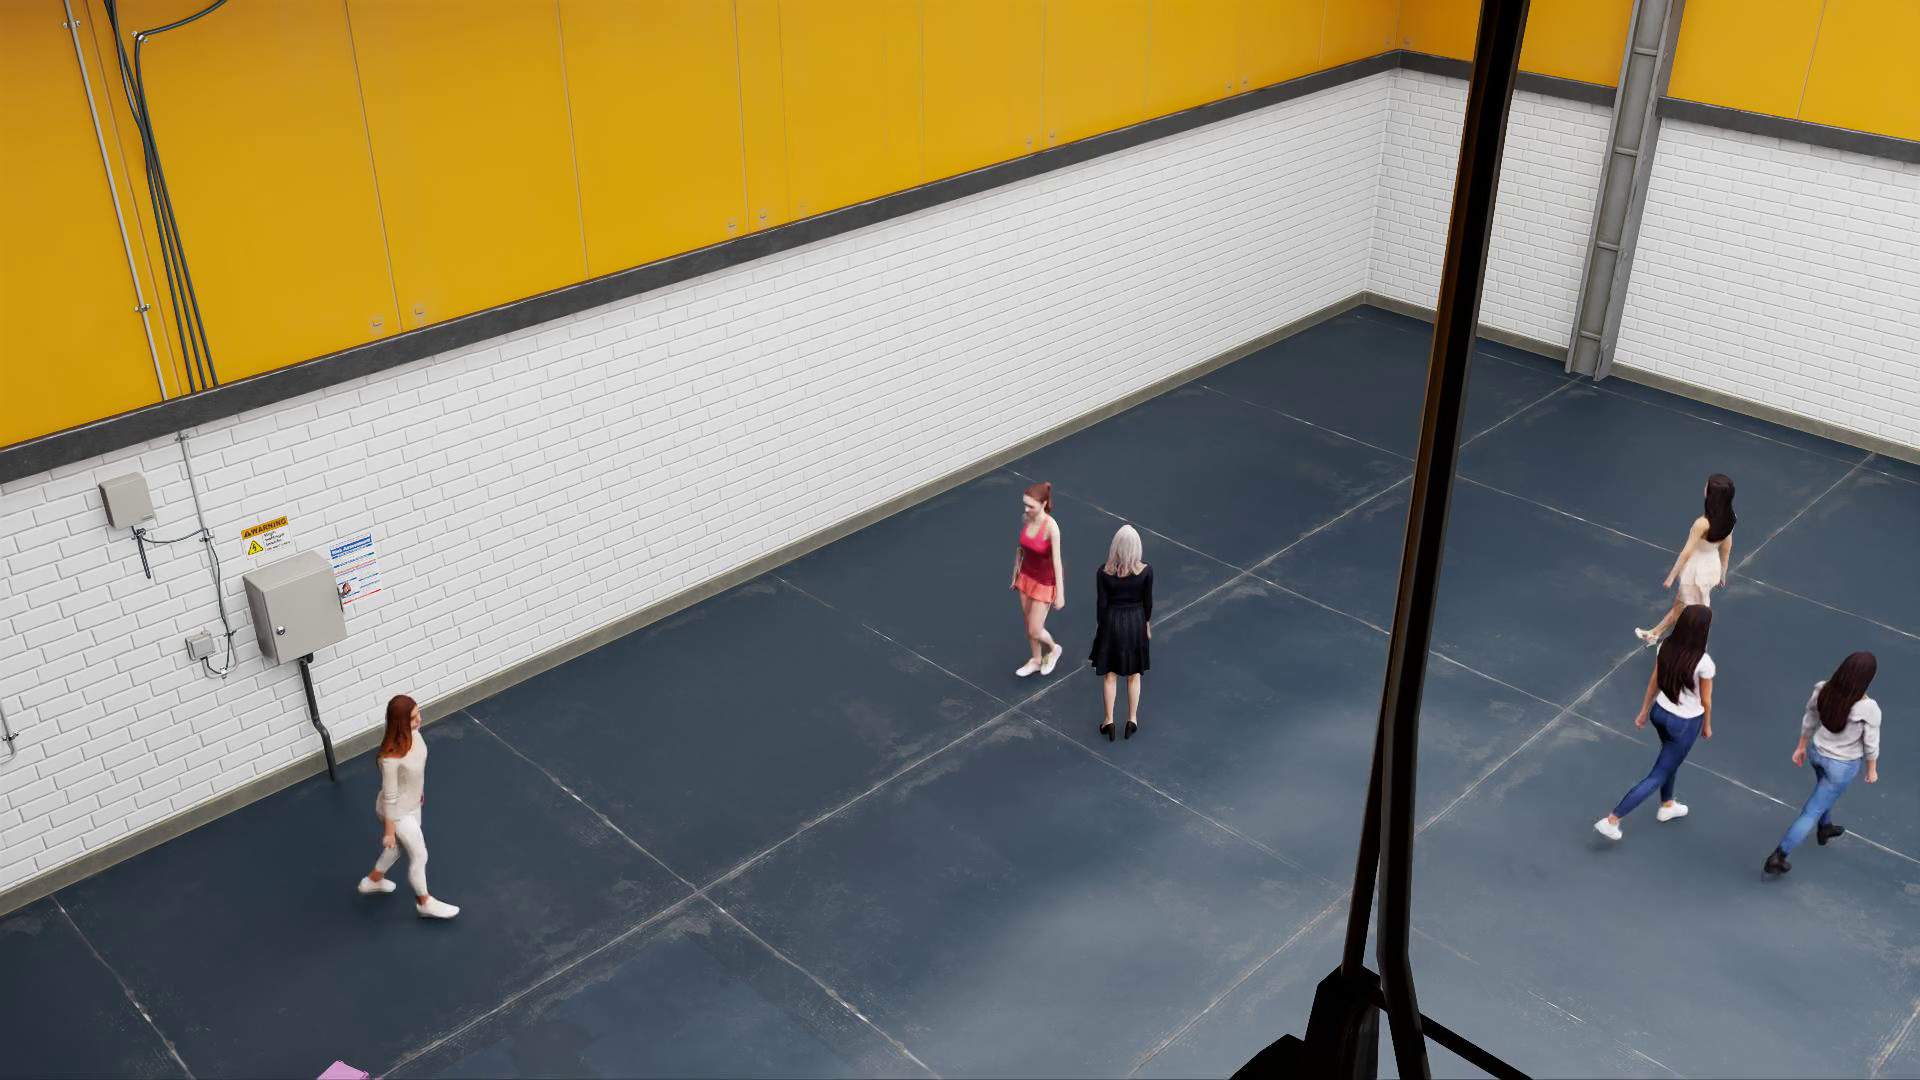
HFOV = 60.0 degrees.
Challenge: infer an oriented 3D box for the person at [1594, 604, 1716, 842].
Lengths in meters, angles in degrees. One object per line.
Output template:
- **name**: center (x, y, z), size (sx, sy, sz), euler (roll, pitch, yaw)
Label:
- **person**: center (4.623, 1.253, 10.933), size (0.953, 1.745, 1.115), euler (-10, 30, -18)

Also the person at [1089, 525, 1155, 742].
- **person**: center (1.172, 0.669, 12.000), size (0.696, 1.747, 0.749), euler (-1, 29, -2)

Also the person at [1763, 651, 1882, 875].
- **person**: center (5.551, 1.476, 10.685), size (0.932, 1.591, 1.088), euler (-12, 31, -21)

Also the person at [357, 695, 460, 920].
- **person**: center (-3.515, 1.653, 10.266), size (0.993, 1.680, 0.939), euler (-2, 29, -3)

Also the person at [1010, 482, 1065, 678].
- **person**: center (0.657, 0.319, 12.659), size (0.747, 1.730, 0.619), euler (-19, 34, -31)

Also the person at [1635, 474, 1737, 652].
- **person**: center (5.690, 0.345, 12.638), size (0.765, 1.705, 1.024), euler (-15, 32, -26)
